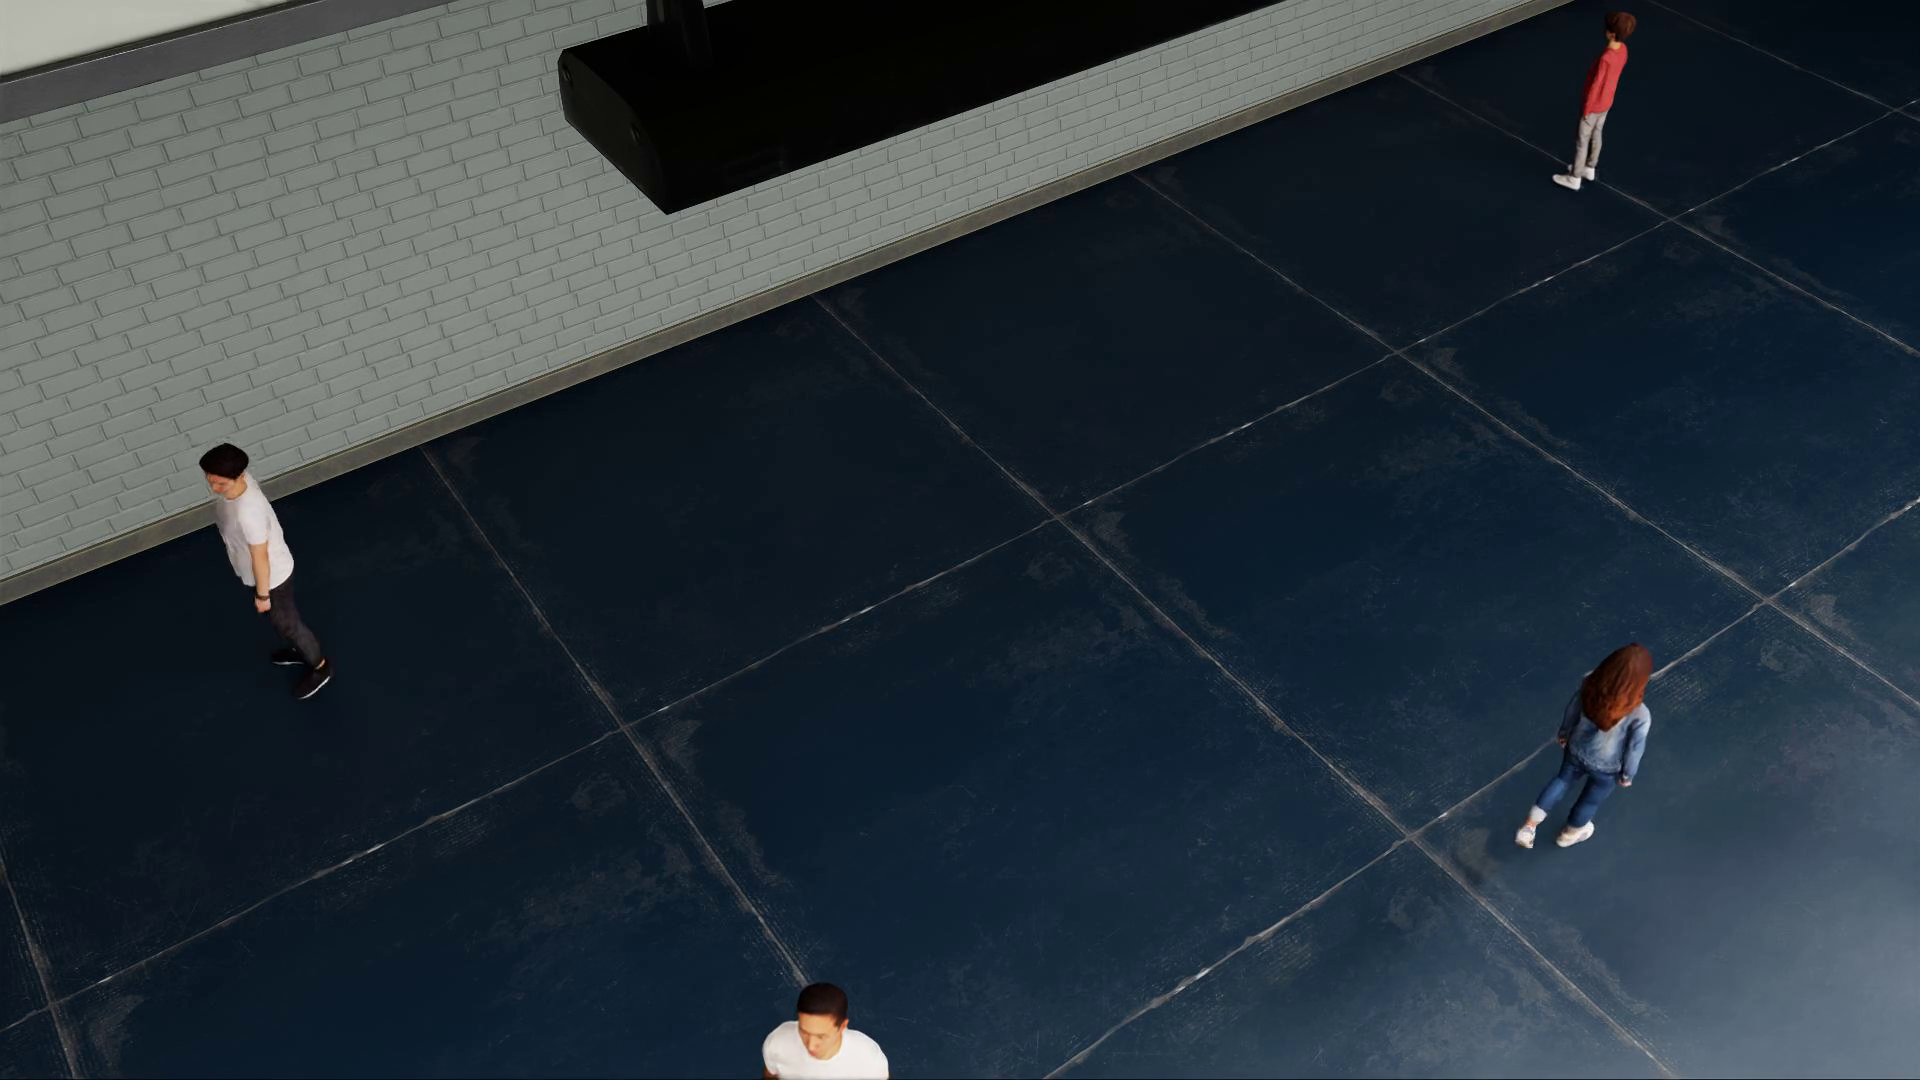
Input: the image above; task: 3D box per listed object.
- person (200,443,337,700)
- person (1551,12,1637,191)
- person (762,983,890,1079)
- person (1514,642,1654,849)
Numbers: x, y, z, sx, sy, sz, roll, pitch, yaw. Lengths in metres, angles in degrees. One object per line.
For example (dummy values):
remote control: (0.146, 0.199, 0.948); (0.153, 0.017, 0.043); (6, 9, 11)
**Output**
person: (-3.723, 0.116, 8.873); (0.748, 1.697, 0.496); (-10, 44, -10)
person: (4.933, -3.395, 12.839); (0.544, 1.416, 0.506); (-33, 52, -30)
person: (-0.505, 2.262, 6.496); (0.711, 1.804, 0.768); (6, 43, 7)
person: (3.023, 1.060, 8.032); (0.629, 1.465, 0.695); (-24, 48, -24)
